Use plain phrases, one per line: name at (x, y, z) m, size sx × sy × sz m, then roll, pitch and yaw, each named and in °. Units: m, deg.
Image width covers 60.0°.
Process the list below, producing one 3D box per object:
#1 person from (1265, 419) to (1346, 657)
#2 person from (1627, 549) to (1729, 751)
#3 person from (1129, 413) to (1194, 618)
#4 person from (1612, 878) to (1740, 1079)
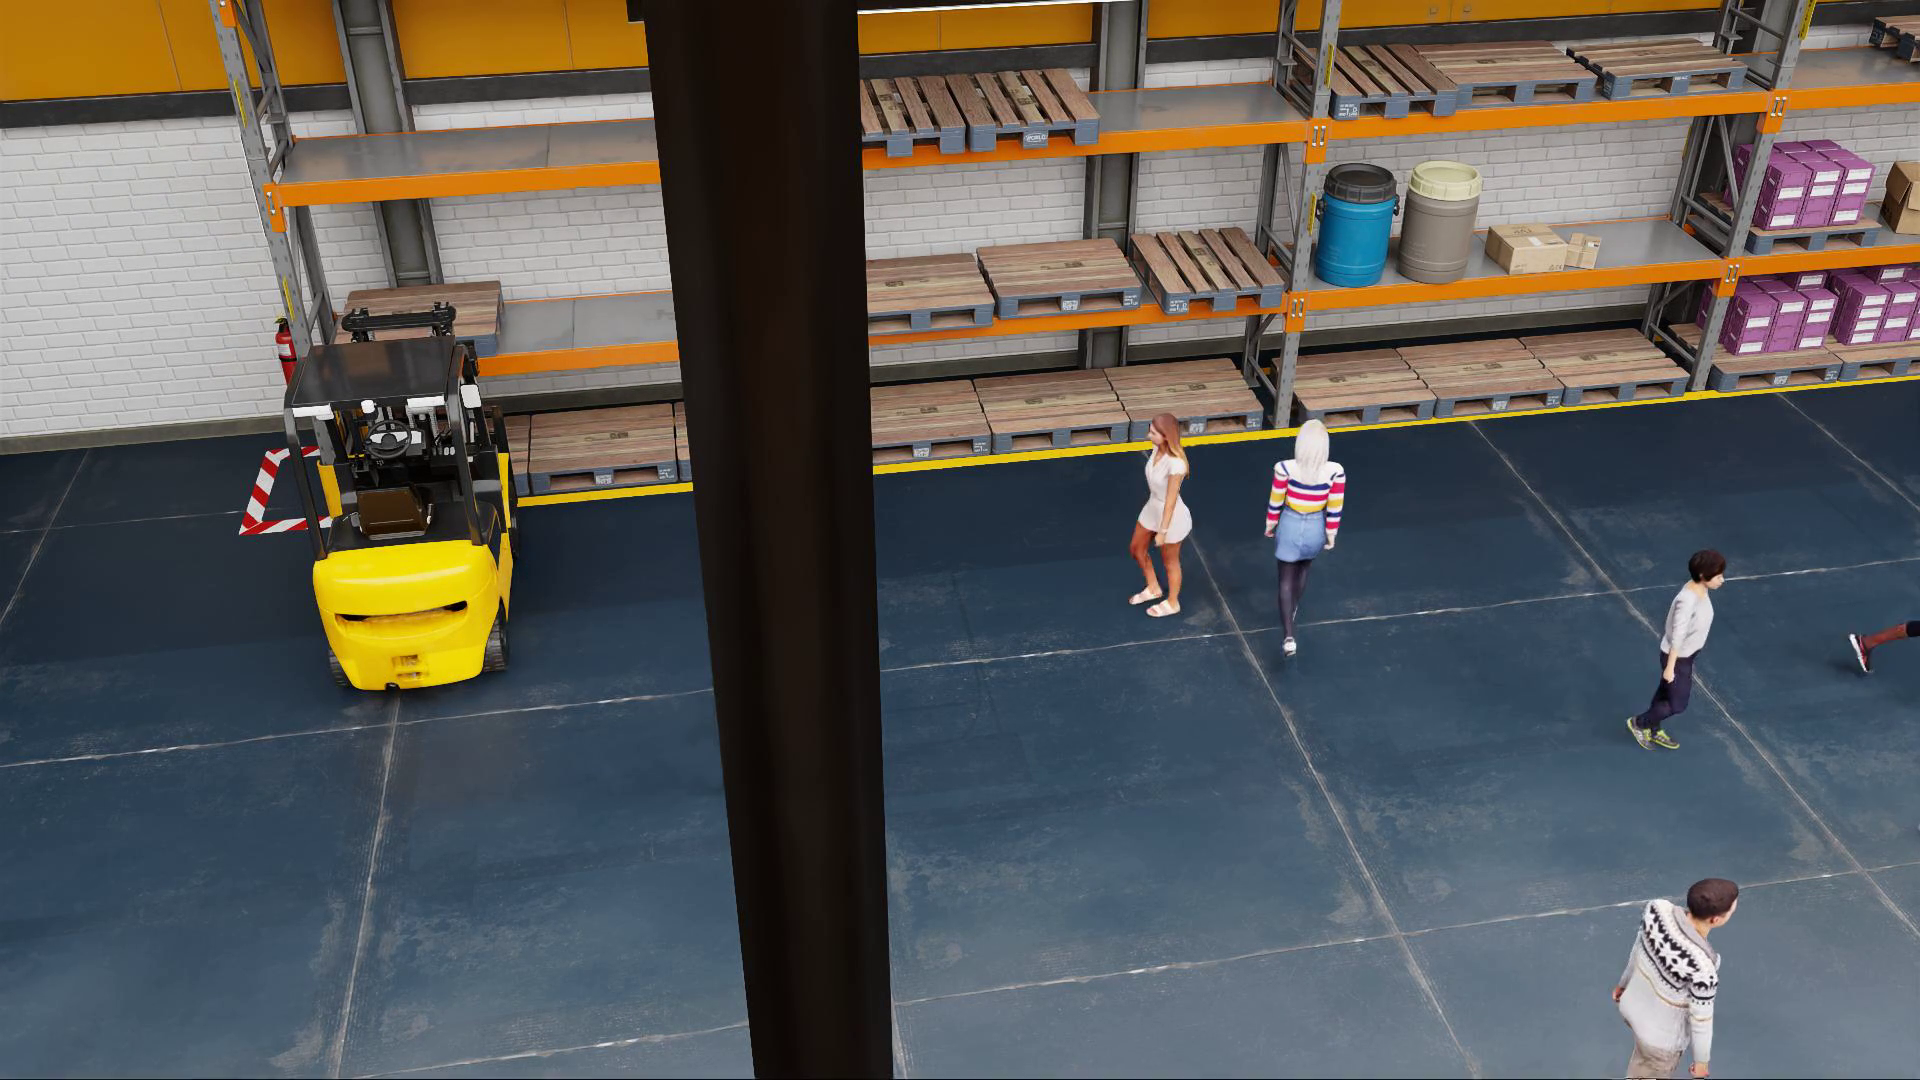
person at (2.371, 0.005, 11.602) m, size 1.116 × 1.782 × 0.925 m, roll 4°, pitch 34°, yaw 6°
person at (4.585, 0.697, 10.773) m, size 0.730 × 1.546 × 0.669 m, roll 22°, pitch 40°, yaw 30°
person at (1.558, -0.175, 11.964) m, size 0.668 × 1.681 × 0.637 m, roll -12°, pitch 35°, yaw -17°
person at (3.301, 2.331, 8.056) m, size 0.809 × 1.833 × 0.716 m, roll -4°, pitch 34°, yaw -6°
